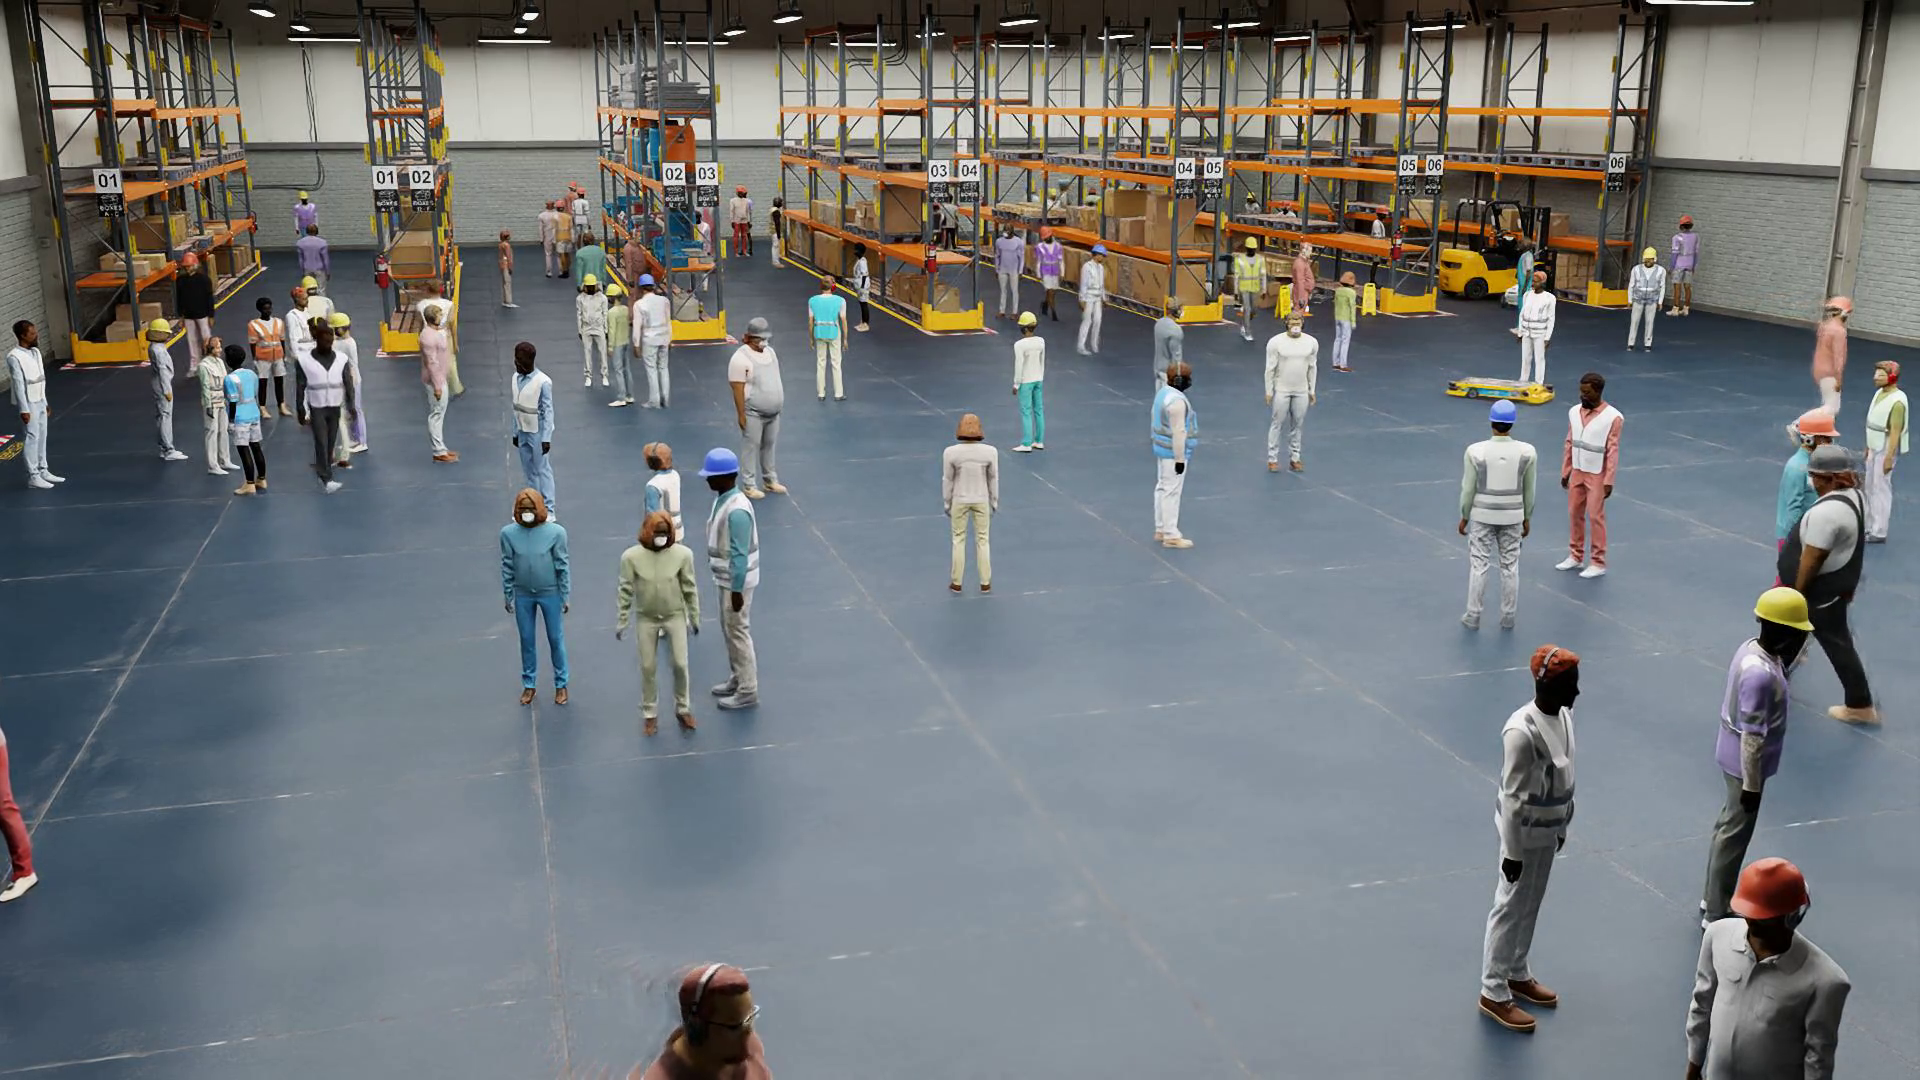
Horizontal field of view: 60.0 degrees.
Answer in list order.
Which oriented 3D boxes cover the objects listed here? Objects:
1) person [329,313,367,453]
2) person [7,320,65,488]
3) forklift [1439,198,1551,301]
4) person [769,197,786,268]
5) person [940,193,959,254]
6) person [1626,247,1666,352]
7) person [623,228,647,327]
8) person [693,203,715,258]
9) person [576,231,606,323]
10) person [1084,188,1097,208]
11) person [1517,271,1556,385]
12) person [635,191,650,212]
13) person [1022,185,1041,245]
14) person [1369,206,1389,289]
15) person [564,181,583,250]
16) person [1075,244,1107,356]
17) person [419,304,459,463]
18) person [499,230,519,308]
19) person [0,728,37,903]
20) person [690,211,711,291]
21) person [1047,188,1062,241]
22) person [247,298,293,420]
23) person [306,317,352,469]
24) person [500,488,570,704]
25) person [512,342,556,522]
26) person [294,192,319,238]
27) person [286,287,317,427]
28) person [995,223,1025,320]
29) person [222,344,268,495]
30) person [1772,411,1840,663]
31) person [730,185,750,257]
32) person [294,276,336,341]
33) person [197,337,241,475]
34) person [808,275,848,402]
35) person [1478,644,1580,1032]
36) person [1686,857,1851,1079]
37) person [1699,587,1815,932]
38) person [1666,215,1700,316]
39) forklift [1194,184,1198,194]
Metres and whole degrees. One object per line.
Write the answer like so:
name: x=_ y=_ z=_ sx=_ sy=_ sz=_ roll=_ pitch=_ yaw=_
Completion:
person: x=-7.704 y=-1.980 z=20.920 sx=0.316 sy=1.765 sz=0.523 roll=-10 pitch=18 yaw=-34
person: x=-10.618 y=-1.554 z=19.021 sx=0.377 sy=1.917 sz=0.599 roll=-2 pitch=15 yaw=-6
forklift: x=11.913 y=-6.508 z=37.130 sx=2.313 sy=2.155 sz=1.214 roll=-4 pitch=15 yaw=-15
person: x=-4.802 y=-8.100 z=43.804 sx=0.429 sy=1.840 sz=0.630 roll=-3 pitch=15 yaw=-13
person: x=-0.292 y=-8.426 z=44.974 sx=0.534 sy=1.868 sz=0.309 roll=-1 pitch=15 yaw=-5
person: x=12.030 y=-4.212 z=29.185 sx=0.597 sy=1.831 sz=0.403 roll=6 pitch=16 yaw=22
person: x=-6.319 y=-5.129 z=32.522 sx=0.402 sy=1.900 sz=0.645 roll=3 pitch=15 yaw=11
person: x=-6.788 y=-8.203 z=43.805 sx=0.698 sy=2.000 sz=0.538 roll=-10 pitch=18 yaw=-33
person: x=-6.957 y=-4.853 z=31.412 sx=0.629 sy=1.933 sz=0.368 roll=-13 pitch=20 yaw=-41
person: x=4.178 y=-10.399 z=52.919 sx=0.530 sy=1.595 sz=0.764 roll=0 pitch=15 yaw=-1
person: x=8.517 y=-3.037 z=24.669 sx=0.356 sy=1.883 sz=0.572 roll=-10 pitch=18 yaw=-33
person: x=-8.974 y=-8.877 z=46.764 sx=0.595 sy=1.828 sz=0.403 roll=9 pitch=17 yaw=31
person: x=2.108 y=-9.450 z=48.826 sx=0.608 sy=1.885 sz=1.003 roll=8 pitch=17 yaw=28
person: x=9.802 y=-6.841 z=38.888 sx=0.373 sy=1.930 sz=0.552 roll=5 pitch=16 yaw=18
person: x=-11.323 y=-9.520 z=48.850 sx=0.621 sy=1.994 sz=0.381 roll=8 pitch=17 yaw=28
person: x=2.286 y=-4.176 z=28.913 sx=0.451 sy=1.907 sz=0.651 roll=10 pitch=18 yaw=34
person: x=-6.384 y=-1.914 z=20.335 sx=0.372 sy=1.940 sz=0.631 roll=-4 pitch=15 yaw=-13
person: x=-9.667 y=-5.781 z=35.457 sx=0.314 sy=1.641 sz=0.515 roll=-8 pitch=17 yaw=-29
person: x=-5.477 y=1.152 z=9.160 sx=0.517 sy=1.759 sz=0.348 roll=5 pitch=16 yaw=20
person: x=-6.055 y=-6.667 z=38.403 sx=0.627 sy=1.847 sz=0.429 roll=0 pitch=15 yaw=-2
person: x=2.710 y=-9.435 z=48.893 sx=0.598 sy=1.805 sz=0.792 roll=-8 pitch=17 yaw=-28
person: x=-9.605 y=-2.525 z=23.110 sx=0.319 sy=1.690 sz=0.530 roll=13 pitch=19 yaw=39
person: x=-7.575 y=-1.772 z=19.995 sx=0.543 sy=1.841 sz=0.620 roll=7 pitch=16 yaw=24
person: x=-3.099 y=0.410 z=12.191 sx=0.500 sy=1.627 sz=0.278 roll=0 pitch=15 yaw=1
person: x=-4.454 y=-1.114 z=17.363 sx=0.587 sy=1.920 sz=0.392 roll=12 pitch=19 yaw=38
person: x=-17.780 y=-8.524 z=45.305 sx=0.617 sy=1.874 sz=0.965 roll=-8 pitch=17 yaw=-28
person: x=-8.916 y=-2.494 z=22.620 sx=0.340 sy=1.882 sz=0.586 roll=0 pitch=15 yaw=0
person: x=0.992 y=-5.415 z=33.513 sx=0.629 sy=1.937 sz=0.378 roll=7 pitch=16 yaw=23
person: x=-8.056 y=-1.352 z=18.682 sx=0.317 sy=1.695 sz=0.540 roll=2 pitch=15 yaw=8
person: x=6.652 y=-0.040 z=13.174 sx=0.375 sy=1.995 sz=0.610 roll=10 pitch=18 yaw=34
person: x=-6.163 y=-8.943 z=46.674 sx=0.612 sy=1.997 sz=0.376 roll=-11 pitch=18 yaw=-35
person: x=-9.483 y=-2.962 z=24.486 sx=0.600 sy=1.827 sz=0.404 roll=-14 pitch=20 yaw=-42
person: x=-8.826 y=-1.596 z=19.737 sx=0.312 sy=1.633 sz=0.518 roll=1 pitch=15 yaw=4
person: x=-1.934 y=-2.947 z=24.400 sx=0.569 sy=1.843 sz=0.374 roll=2 pitch=15 yaw=9
person: x=2.744 y=1.402 z=7.965 sx=0.337 sy=1.879 sz=0.584 roll=12 pitch=19 yaw=39
person: x=2.904 y=1.969 z=6.103 sx=0.352 sy=1.744 sz=0.557 roll=-10 pitch=18 yaw=-32
person: x=4.190 y=1.167 z=8.766 sx=0.381 sy=1.923 sz=0.592 roll=7 pitch=16 yaw=24
person: x=14.768 y=-5.601 z=34.018 sx=0.609 sy=2.040 sz=0.394 roll=-3 pitch=15 yaw=-13
forklift: x=7.392 y=-11.333 z=53.972 sx=1.873 sy=2.768 sz=1.129 roll=-4 pitch=15 yaw=-15
